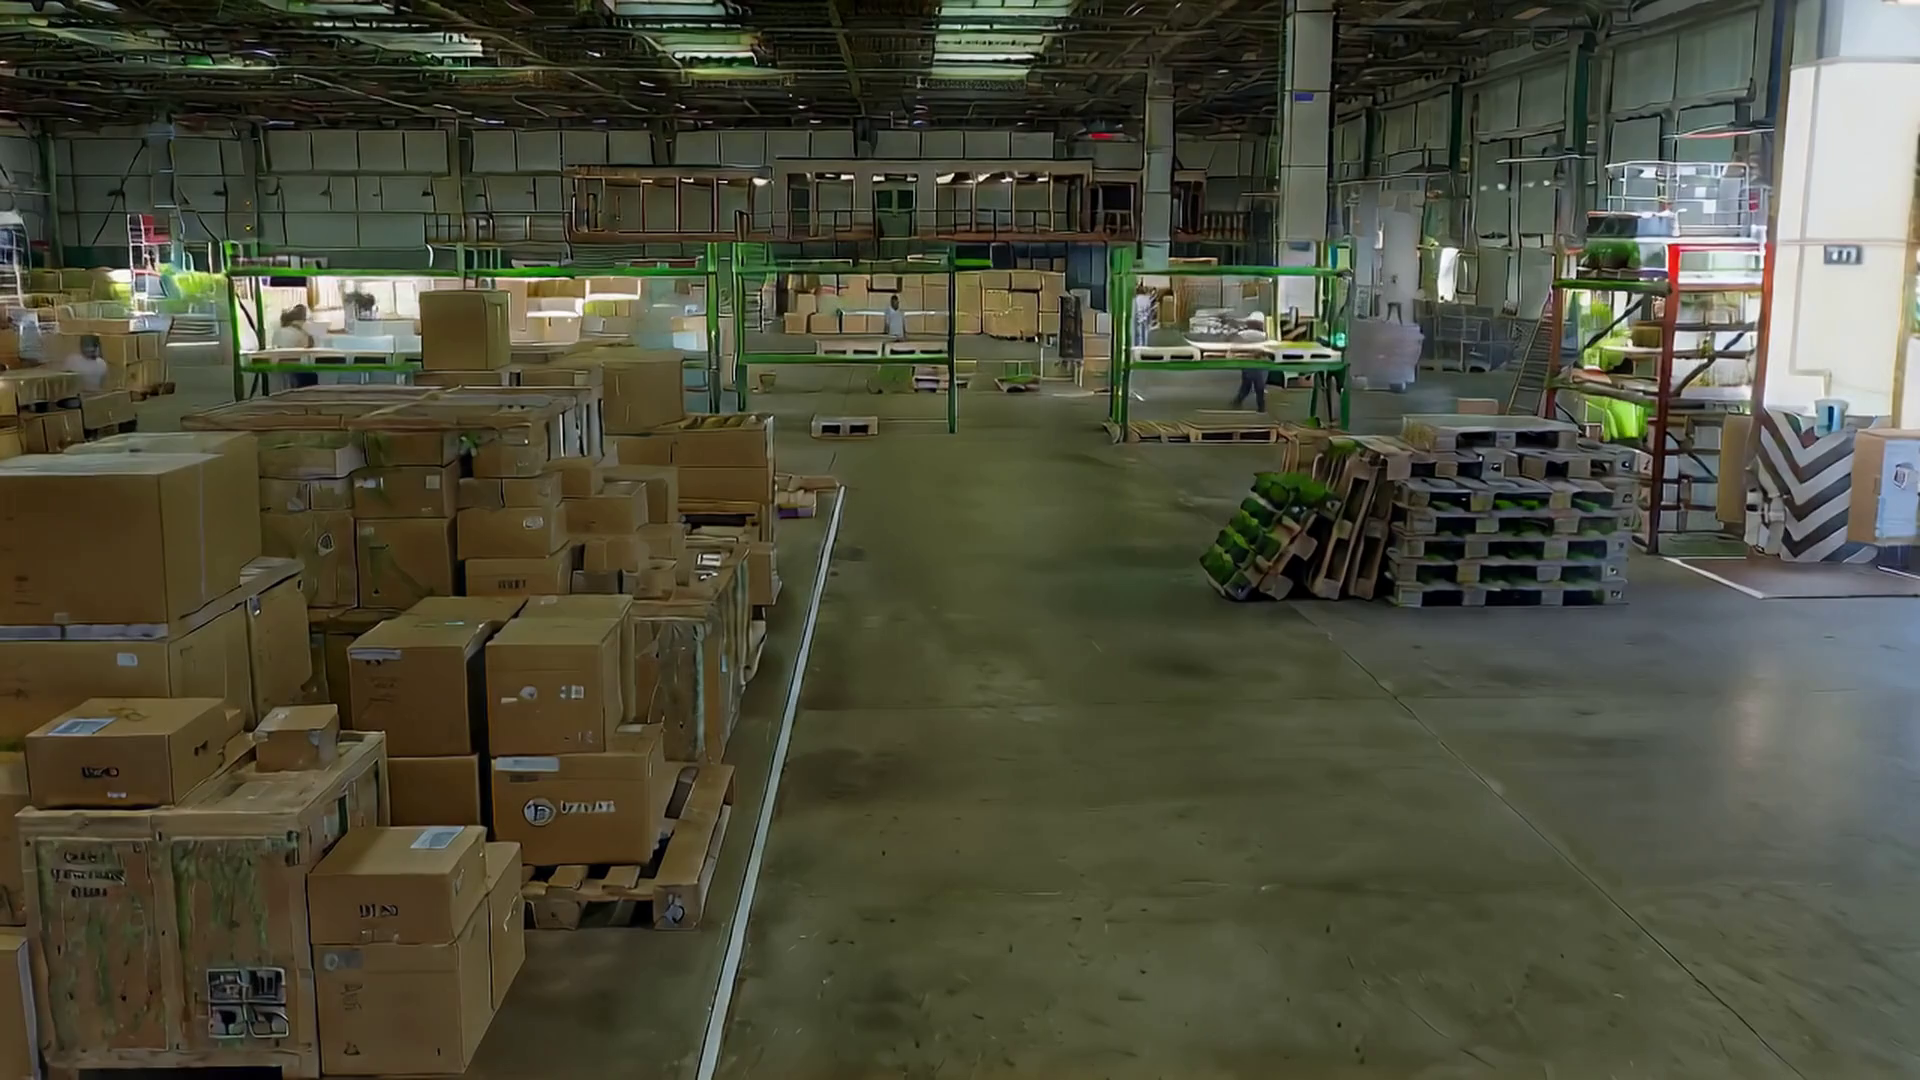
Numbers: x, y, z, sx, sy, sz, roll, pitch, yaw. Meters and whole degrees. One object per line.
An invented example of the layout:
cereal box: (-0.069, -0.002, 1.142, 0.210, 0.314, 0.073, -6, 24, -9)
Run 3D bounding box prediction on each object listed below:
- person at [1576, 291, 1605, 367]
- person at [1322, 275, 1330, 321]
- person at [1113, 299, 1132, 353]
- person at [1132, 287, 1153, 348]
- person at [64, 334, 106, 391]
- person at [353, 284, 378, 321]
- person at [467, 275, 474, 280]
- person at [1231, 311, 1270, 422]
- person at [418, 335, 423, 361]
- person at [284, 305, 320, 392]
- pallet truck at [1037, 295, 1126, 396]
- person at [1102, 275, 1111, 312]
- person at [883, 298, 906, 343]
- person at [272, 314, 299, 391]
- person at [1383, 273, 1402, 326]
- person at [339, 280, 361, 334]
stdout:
person: (14.921, -4.955, 39.361, 0.598, 1.895, 0.904, -2, 10, -12)
person: (12.597, -8.200, 57.389, 0.839, 1.906, 0.546, 7, 12, 35)
person: (3.380, -4.142, 34.679, 0.364, 1.939, 0.636, 8, 13, 38)
person: (5.070, -6.145, 46.288, 0.614, 1.797, 0.986, 0, 10, 2)
person: (-11.010, -1.655, 21.021, 1.068, 1.885, 0.623, 4, 11, 23)
person: (-15.923, -5.906, 44.611, 0.628, 1.892, 0.761, -3, 11, -16)
person: (-20.328, -10.216, 68.777, 0.505, 1.845, 0.345, -2, 10, -9)
person: (4.848, -2.871, 27.725, 0.868, 1.900, 0.590, -10, 14, -43)
person: (-8.320, -2.649, 26.513, 0.579, 1.884, 0.352, 2, 10, 11)
person: (-11.271, -3.061, 28.373, 1.047, 2.000, 0.693, -3, 11, -16)
pallet truck: (2.483, -3.881, 33.060, 1.885, 1.965, 0.823, -7, 13, -36)
person: (6.267, -10.592, 70.762, 0.355, 1.885, 0.575, -3, 11, -15)
person: (-1.456, -4.390, 36.492, 0.526, 1.825, 1.007, -1, 10, -6)
person: (-11.408, -2.930, 28.295, 0.497, 1.809, 0.975, -8, 13, -36)
person: (15.073, -8.301, 57.858, 0.644, 1.946, 1.035, -5, 11, -24)
person: (-17.750, -6.601, 48.400, 0.607, 1.920, 0.958, 1, 10, 5)
